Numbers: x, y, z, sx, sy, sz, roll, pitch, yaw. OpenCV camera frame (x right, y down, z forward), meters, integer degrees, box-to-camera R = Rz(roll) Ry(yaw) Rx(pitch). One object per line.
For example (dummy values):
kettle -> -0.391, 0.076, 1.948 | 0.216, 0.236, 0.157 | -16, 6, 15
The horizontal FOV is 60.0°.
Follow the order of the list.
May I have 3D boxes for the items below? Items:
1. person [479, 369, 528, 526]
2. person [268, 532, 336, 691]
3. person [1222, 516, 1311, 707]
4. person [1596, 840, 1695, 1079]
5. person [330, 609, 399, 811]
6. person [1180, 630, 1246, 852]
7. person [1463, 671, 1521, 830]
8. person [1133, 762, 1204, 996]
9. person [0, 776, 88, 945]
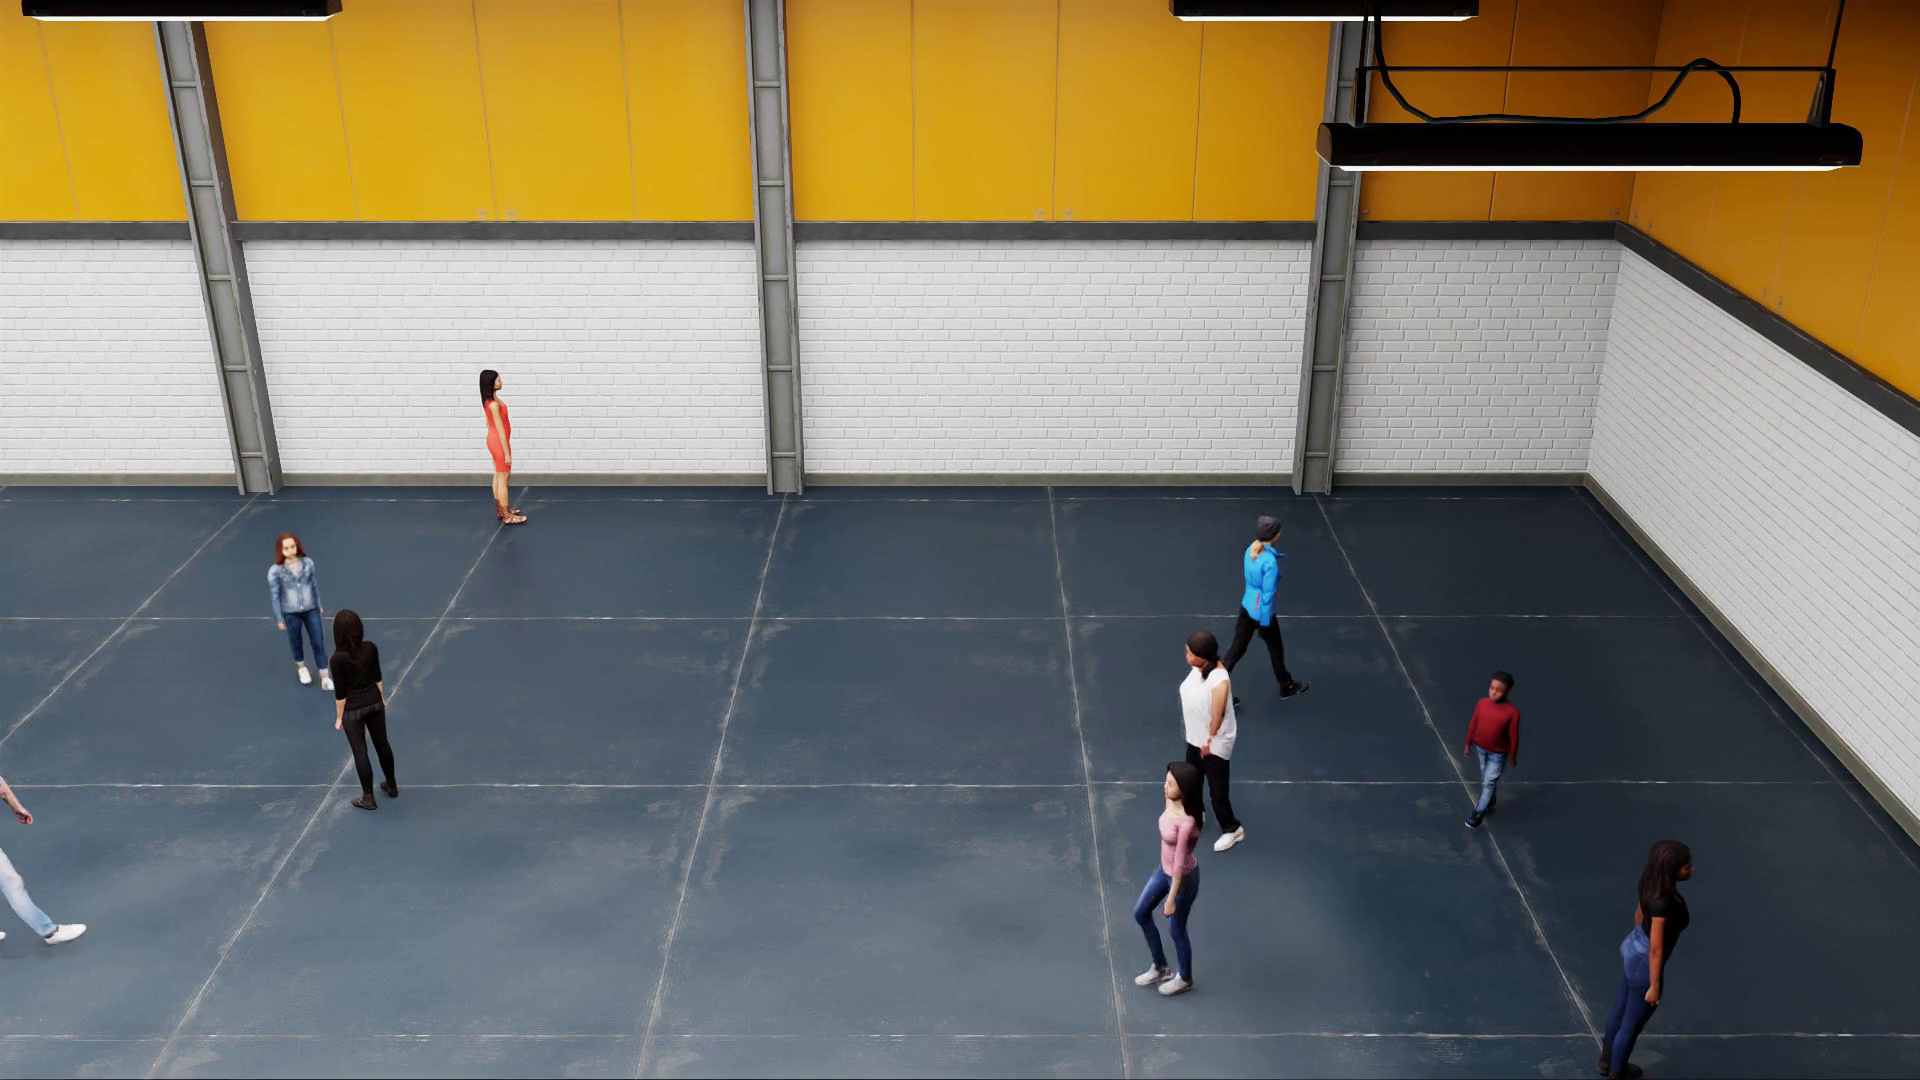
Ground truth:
person -> -4.949, -1.007, 17.849 | 0.678, 1.719, 0.666 | -13, 27, -27
person -> -5.787, 0.599, 14.509 | 0.937, 1.453, 0.953 | -17, 29, -34
person -> 2.430, 0.654, 14.017 | 1.218, 1.745, 0.862 | -7, 25, -15
person -> 4.023, 2.506, 9.788 | 0.601, 1.738, 0.615 | 5, 24, 11
person -> -4.564, 1.283, 12.707 | 0.678, 1.642, 0.643 | 17, 29, 34
person -> 1.815, 1.434, 12.313 | 0.762, 1.681, 0.863 | -4, 24, -8
person -> 4.073, 1.543, 12.618 | 0.862, 1.237, 0.787 | -20, 30, -38
person -> 1.454, 2.157, 10.595 | 0.690, 1.731, 0.658 | -4, 24, -10
person -> -6.591, 1.946, 10.981 | 1.157, 1.810, 0.818 | -5, 24, -12
